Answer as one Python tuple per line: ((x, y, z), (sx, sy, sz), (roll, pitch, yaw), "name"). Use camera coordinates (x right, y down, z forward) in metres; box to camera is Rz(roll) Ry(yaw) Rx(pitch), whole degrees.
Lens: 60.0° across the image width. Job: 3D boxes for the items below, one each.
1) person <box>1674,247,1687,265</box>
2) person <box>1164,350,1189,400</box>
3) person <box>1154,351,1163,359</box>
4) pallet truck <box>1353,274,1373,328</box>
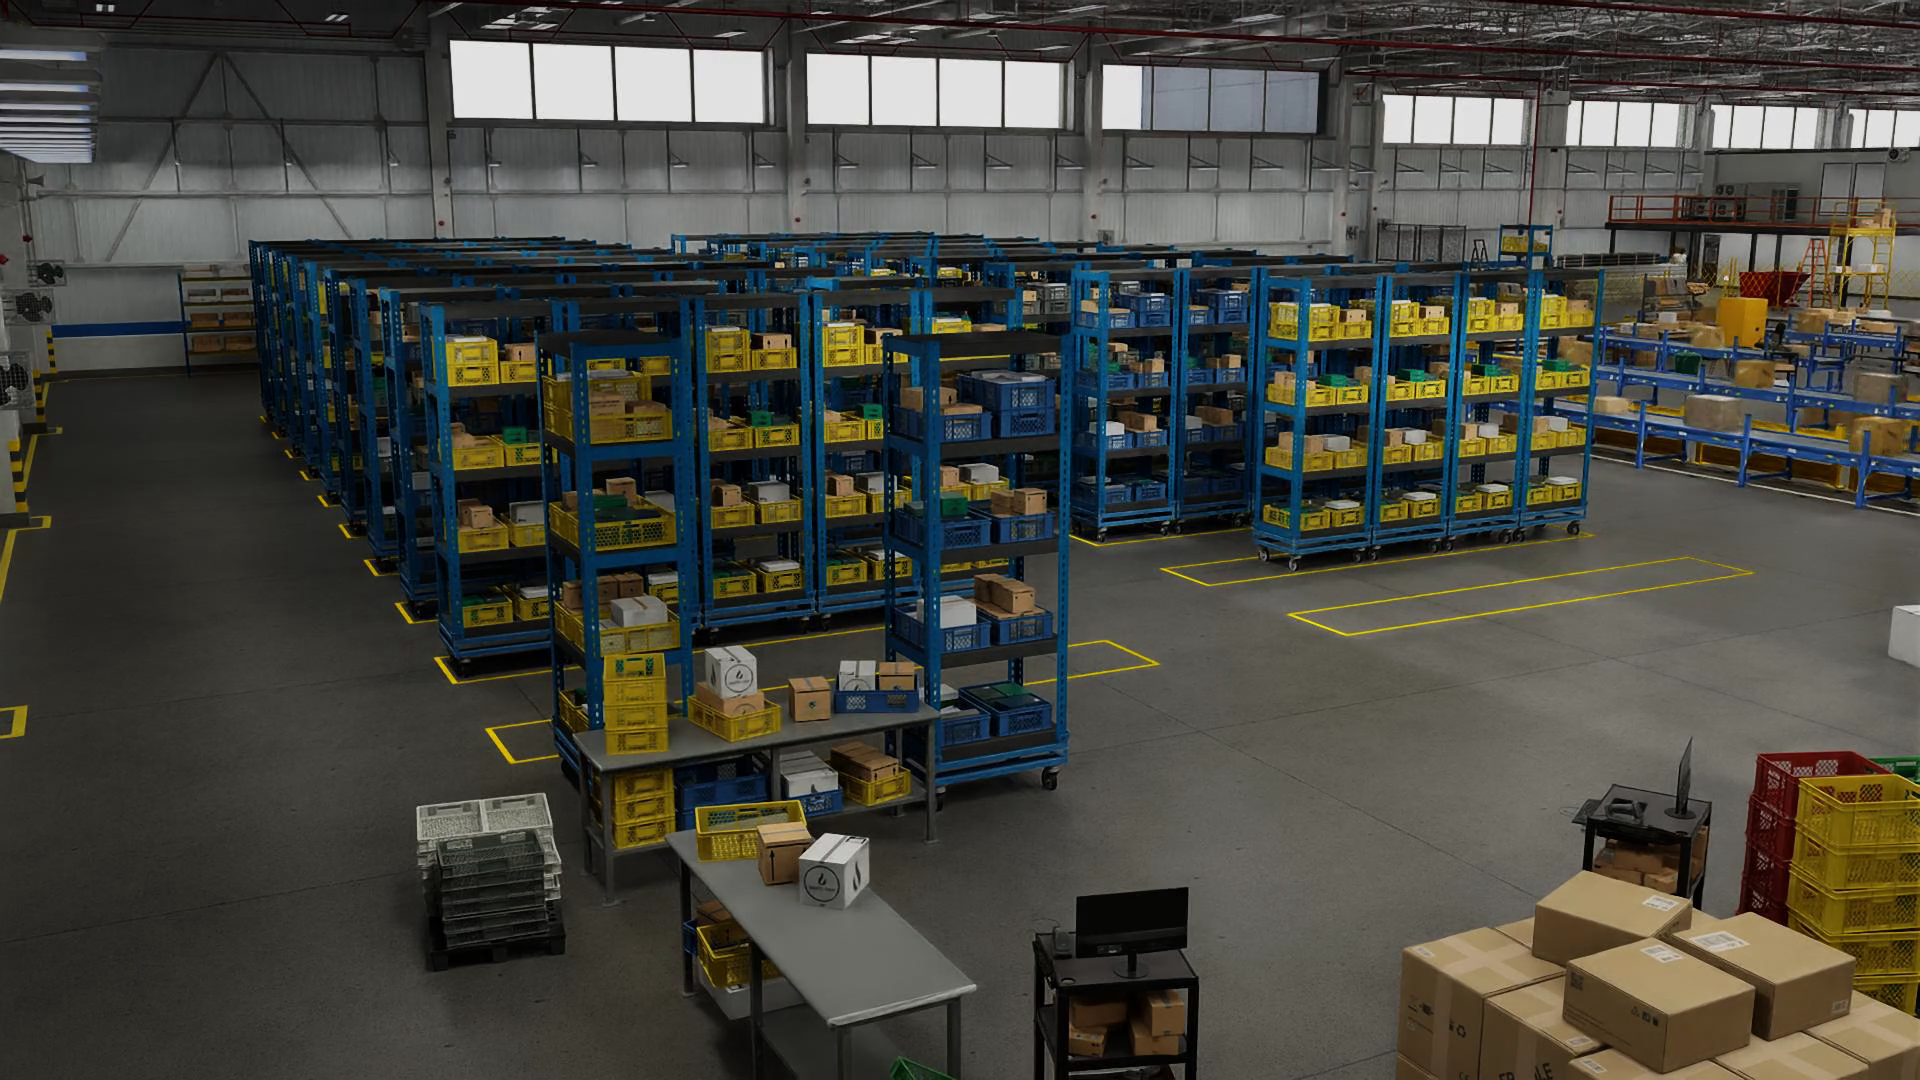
((33.215, -12.595, 76.839), (0.596, 1.848, 0.518), (0, 12, -1), "person")
((4.774, -3.980, 36.461), (0.657, 1.888, 0.660), (-4, 13, -17), "person")
((4.862, -4.602, 39.544), (0.620, 1.809, 0.732), (1, 12, 4), "person")
((13.011, -8.050, 55.243), (0.823, 1.965, 1.885), (-7, 14, -28), "pallet truck")
